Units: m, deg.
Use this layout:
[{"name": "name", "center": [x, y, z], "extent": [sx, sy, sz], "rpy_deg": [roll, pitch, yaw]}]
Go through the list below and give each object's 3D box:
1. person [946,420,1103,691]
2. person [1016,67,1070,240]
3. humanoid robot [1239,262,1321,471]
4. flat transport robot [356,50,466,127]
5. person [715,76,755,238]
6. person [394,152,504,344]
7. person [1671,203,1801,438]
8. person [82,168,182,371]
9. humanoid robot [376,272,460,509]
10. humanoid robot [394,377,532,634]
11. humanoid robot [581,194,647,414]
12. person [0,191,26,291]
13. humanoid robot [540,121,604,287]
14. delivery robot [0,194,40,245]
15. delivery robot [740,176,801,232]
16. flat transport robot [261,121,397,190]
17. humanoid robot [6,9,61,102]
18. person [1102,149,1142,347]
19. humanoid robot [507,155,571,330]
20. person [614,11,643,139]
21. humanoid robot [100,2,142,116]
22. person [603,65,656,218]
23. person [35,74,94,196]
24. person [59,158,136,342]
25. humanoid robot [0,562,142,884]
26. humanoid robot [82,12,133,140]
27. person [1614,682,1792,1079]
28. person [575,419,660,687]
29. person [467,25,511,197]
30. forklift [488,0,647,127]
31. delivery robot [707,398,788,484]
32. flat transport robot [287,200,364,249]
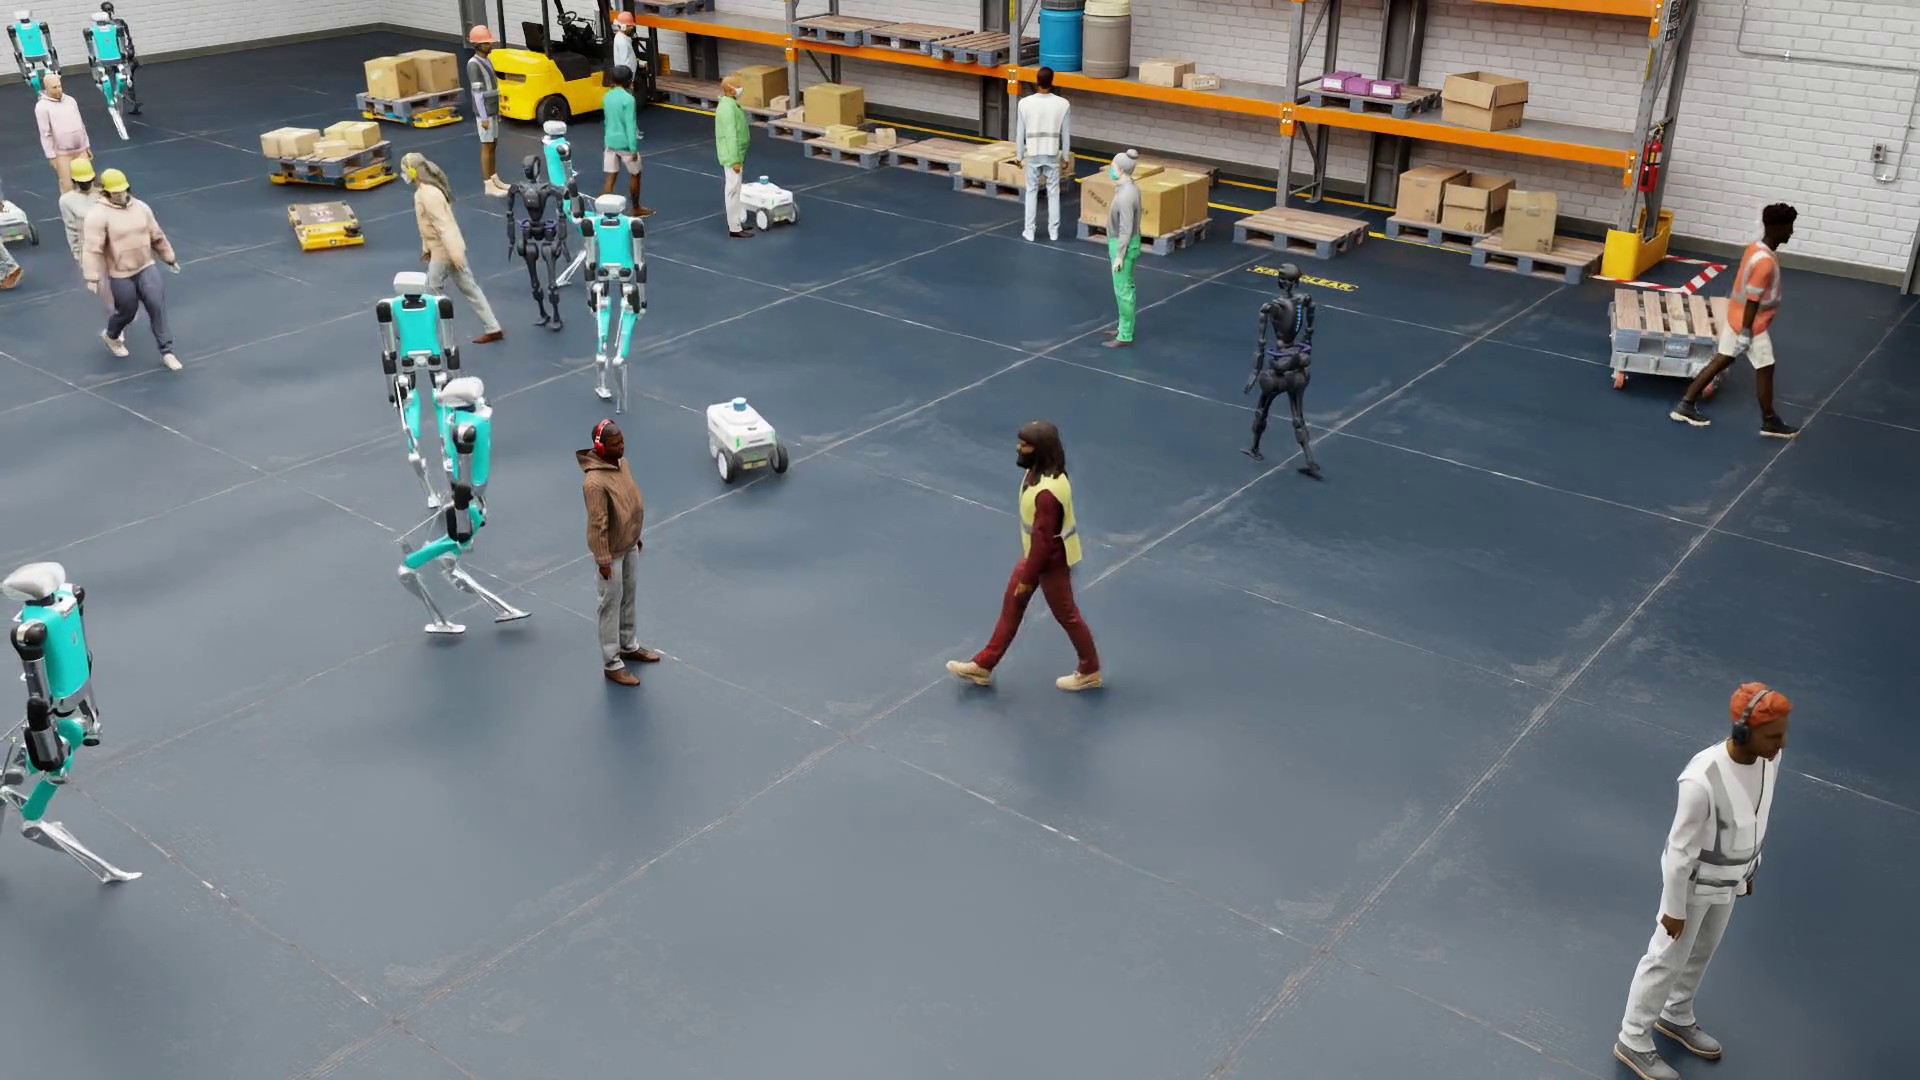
[{"name": "person", "center": [0.425, 0.121, 9.658], "extent": [0.958, 1.712, 0.490], "rpy_deg": [-4, 26, -8]}, {"name": "person", "center": [0.925, -4.303, 18.602], "extent": [0.601, 1.909, 0.390], "rpy_deg": [-1, 26, -2]}, {"name": "humanoid robot", "center": [2.494, -1.313, 12.727], "extent": [0.603, 1.638, 0.766], "rpy_deg": [-14, 29, -27]}, {"name": "flat transport robot", "center": [-8.125, -6.335, 24.691], "extent": [1.431, 0.231, 0.659], "rpy_deg": [16, 30, 30]}, {"name": "person", "center": [-2.553, -4.327, 18.791], "extent": [0.383, 1.784, 0.538], "rpy_deg": [-4, 26, -7]}, {"name": "person", "center": [-4.798, -2.660, 15.322], "extent": [1.036, 1.796, 0.567], "rpy_deg": [-5, 26, -10]}, {"name": "person", "center": [6.363, -1.775, 13.360], "extent": [0.988, 1.915, 0.621], "rpy_deg": [7, 27, 14]}, {"name": "person", "center": [-7.426, -2.439, 14.837], "extent": [0.823, 1.826, 0.857], "rpy_deg": [19, 31, 33]}, {"name": "humanoid robot", "center": [-3.827, -0.970, 11.920], "extent": [0.540, 1.811, 0.770], "rpy_deg": [-7, 27, -14]}, {"name": "humanoid robot", "center": [-3.170, -0.151, 10.173], "extent": [0.878, 1.743, 0.560], "rpy_deg": [-1, 26, -3]}, {"name": "humanoid robot", "center": [-2.906, -1.872, 13.874], "extent": [0.535, 1.896, 0.763], "rpy_deg": [2, 26, 4]}, {"name": "person", "center": [-9.984, -3.457, 16.838], "extent": [0.652, 1.913, 0.437], "rpy_deg": [15, 29, 28]}, {"name": "humanoid robot", "center": [-3.819, -3.449, 17.080], "extent": [1.038, 1.757, 0.543], "rpy_deg": [-17, 31, -31]}, {"name": "delivery robot", "center": [-10.712, -3.575, 18.633], "extent": [0.499, 0.583, 0.758], "rpy_deg": [-21, 33, -36]}, {"name": "delivery robot", "center": [-2.264, -3.935, 19.380], "extent": [0.499, 0.586, 0.783], "rpy_deg": [-23, 34, -39]}, {"name": "flat transport robot", "center": [-8.017, -4.694, 21.291], "extent": [1.431, 0.231, 0.659], "rpy_deg": [8, 27, 16]}, {"name": "humanoid robot", "center": [-13.120, -6.643, 23.758], "extent": [0.556, 1.881, 0.819], "rpy_deg": [-11, 28, -22]}, {"name": "person", "center": [1.502, -2.693, 15.338], "extent": [0.326, 1.836, 0.523], "rpy_deg": [5, 26, 10]}, {"name": "humanoid robot", "center": [-4.026, -2.827, 15.800], "extent": [0.610, 1.646, 0.466], "rpy_deg": [1, 26, 1]}, {"name": "person", "center": [-4.673, -6.546, 23.433], "extent": [0.352, 1.742, 0.572], "rpy_deg": [-6, 26, -12]}, {"name": "humanoid robot", "center": [-12.468, -7.177, 24.812], "extent": [0.415, 1.639, 0.616], "rpy_deg": [9, 27, 18]}, {"name": "person", "center": [-3.918, -4.554, 19.218], "extent": [0.570, 1.805, 0.794], "rpy_deg": [13, 29, 25]}, {"name": "person", "center": [-10.215, -4.433, 19.020], "extent": [0.408, 1.773, 0.542], "rpy_deg": [14, 29, 27]}, {"name": "person", "center": [-8.015, -2.730, 15.536], "extent": [0.533, 1.738, 0.536], "rpy_deg": [-10, 28, -20]}, {"name": "humanoid robot", "center": [-4.582, 0.938, 7.969], "extent": [0.949, 1.766, 0.541], "rpy_deg": [-1, 26, -3]}, {"name": "humanoid robot", "center": [-12.088, -6.596, 23.580], "extent": [0.530, 1.789, 0.964], "rpy_deg": [-20, 32, -35]}, {"name": "person", "center": [3.064, 1.402, 6.827], "extent": [0.569, 1.877, 0.348], "rpy_deg": [-17, 31, -32]}, {"name": "person", "center": [-2.048, 0.056, 9.861], "extent": [0.332, 1.651, 0.470], "rpy_deg": [7, 27, 14]}, {"name": "person", "center": [-5.786, -5.269, 20.446], "extent": [0.375, 2.045, 0.604], "rpy_deg": [0, 26, -1]}, {"name": "forklift", "center": [-5.874, -7.334, 24.552], "extent": [1.214, 2.155, 2.313], "rpy_deg": [19, 32, 34]}, {"name": "delivery robot", "center": [-1.685, -0.795, 12.892], "extent": [0.499, 0.598, 0.777], "rpy_deg": [-12, 28, -24]}, {"name": "flat transport robot", "center": [-7.285, -3.619, 19.066], "extent": [0.659, 0.231, 1.431], "rpy_deg": [-12, 28, -23]}]
